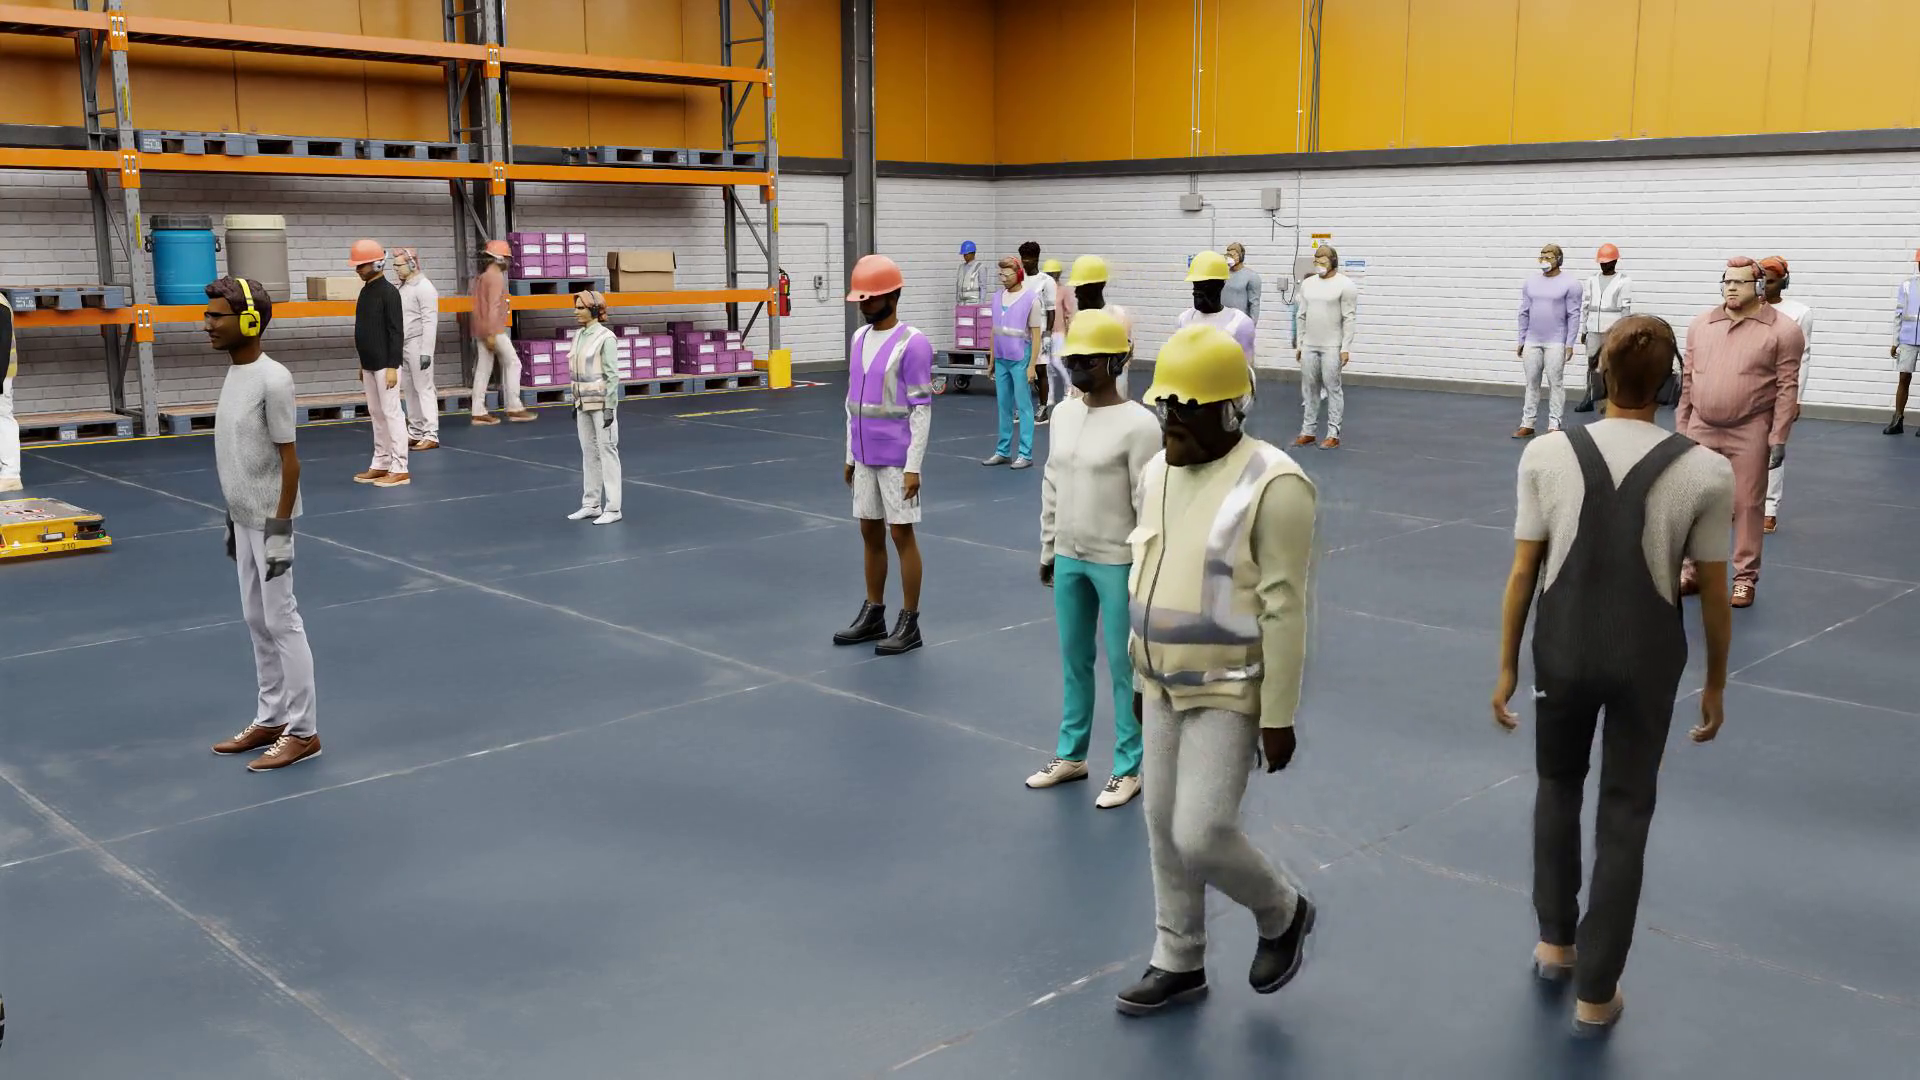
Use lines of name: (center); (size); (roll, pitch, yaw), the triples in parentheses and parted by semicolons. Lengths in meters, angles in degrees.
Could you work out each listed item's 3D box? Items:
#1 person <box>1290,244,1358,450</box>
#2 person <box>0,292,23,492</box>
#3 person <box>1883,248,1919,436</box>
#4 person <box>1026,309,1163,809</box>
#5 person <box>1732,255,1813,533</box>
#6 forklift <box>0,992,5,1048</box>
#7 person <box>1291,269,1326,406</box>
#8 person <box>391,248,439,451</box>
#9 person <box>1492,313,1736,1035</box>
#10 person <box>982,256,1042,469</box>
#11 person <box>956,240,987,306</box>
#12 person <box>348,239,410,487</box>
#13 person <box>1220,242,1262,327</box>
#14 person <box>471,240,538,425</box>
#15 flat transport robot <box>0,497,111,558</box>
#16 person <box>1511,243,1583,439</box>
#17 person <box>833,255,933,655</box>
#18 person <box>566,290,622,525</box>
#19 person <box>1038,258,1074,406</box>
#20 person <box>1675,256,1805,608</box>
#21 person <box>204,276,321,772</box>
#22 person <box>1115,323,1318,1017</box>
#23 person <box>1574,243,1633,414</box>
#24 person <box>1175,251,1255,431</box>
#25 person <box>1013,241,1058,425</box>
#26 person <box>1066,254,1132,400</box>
person: (3.455, -1.828, 15.806); (0.373, 1.935, 0.628); (-10, 14, -44)
person: (-7.709, -1.300, 13.180); (0.429, 1.844, 0.623); (-10, 14, -44)
person: (9.696, -2.011, 16.792); (0.358, 1.938, 0.542); (-10, 14, -44)
person: (0.481, 0.067, 5.930); (0.312, 1.768, 0.522); (-10, 14, -44)
person: (5.471, -0.992, 11.372); (0.356, 1.887, 0.573); (-10, 14, -44)
forklift: (-3.245, 0.323, 3.363); (2.313, 2.155, 1.214); (2, 11, 13)
person: (4.205, -2.396, 19.742); (0.562, 1.618, 0.421); (5, 11, 24)
person: (-5.185, -1.798, 15.734); (0.409, 1.903, 0.639); (-10, 14, -44)
person: (1.696, 0.331, 4.319); (0.554, 1.823, 0.612); (5, 12, 26)
person: (0.477, -1.540, 14.496); (0.390, 1.838, 0.564); (-10, 14, -44)
person: (0.153, -3.633, 25.632); (0.397, 1.939, 0.602); (-10, 14, -44)
person: (-4.717, -1.428, 13.477); (0.388, 1.987, 0.608); (-10, 14, -44)
person: (3.144, -2.430, 19.073); (0.373, 1.940, 0.628); (-10, 14, -44)
person: (-4.924, -2.216, 17.843); (0.836, 1.953, 0.639); (-7, 12, -33)
flat transport robot: (-6.170, -0.100, 10.916); (0.652, 0.197, 1.431); (-10, 15, -44)
person: (5.799, -1.948, 16.445); (0.373, 1.940, 0.628); (-10, 14, -44)
person: (-0.382, -0.407, 8.073); (0.368, 1.929, 0.542); (-10, 14, -44)
person: (-2.571, -0.930, 11.712); (0.308, 1.641, 0.511); (-10, 14, -44)
person: (1.096, -2.445, 19.678); (0.531, 1.756, 0.396); (9, 13, 39)
person: (4.220, -0.589, 9.126); (0.409, 1.909, 0.639); (-10, 14, -44)
person: (-2.685, -0.060, 6.337); (0.329, 1.872, 0.510); (-10, 14, -44)
person: (0.642, 0.354, 4.235); (0.478, 1.811, 0.617); (-6, 12, -31)
person: (7.325, -2.398, 18.928); (0.368, 1.929, 0.542); (-10, 14, -44)
person: (1.475, -0.748, 9.931); (0.367, 1.927, 0.584); (-10, 14, -44)
person: (0.765, -2.217, 17.859); (0.371, 1.959, 0.602); (-10, 14, -44)
person: (0.929, -0.871, 10.649); (0.610, 1.902, 0.593); (-6, 12, -32)
